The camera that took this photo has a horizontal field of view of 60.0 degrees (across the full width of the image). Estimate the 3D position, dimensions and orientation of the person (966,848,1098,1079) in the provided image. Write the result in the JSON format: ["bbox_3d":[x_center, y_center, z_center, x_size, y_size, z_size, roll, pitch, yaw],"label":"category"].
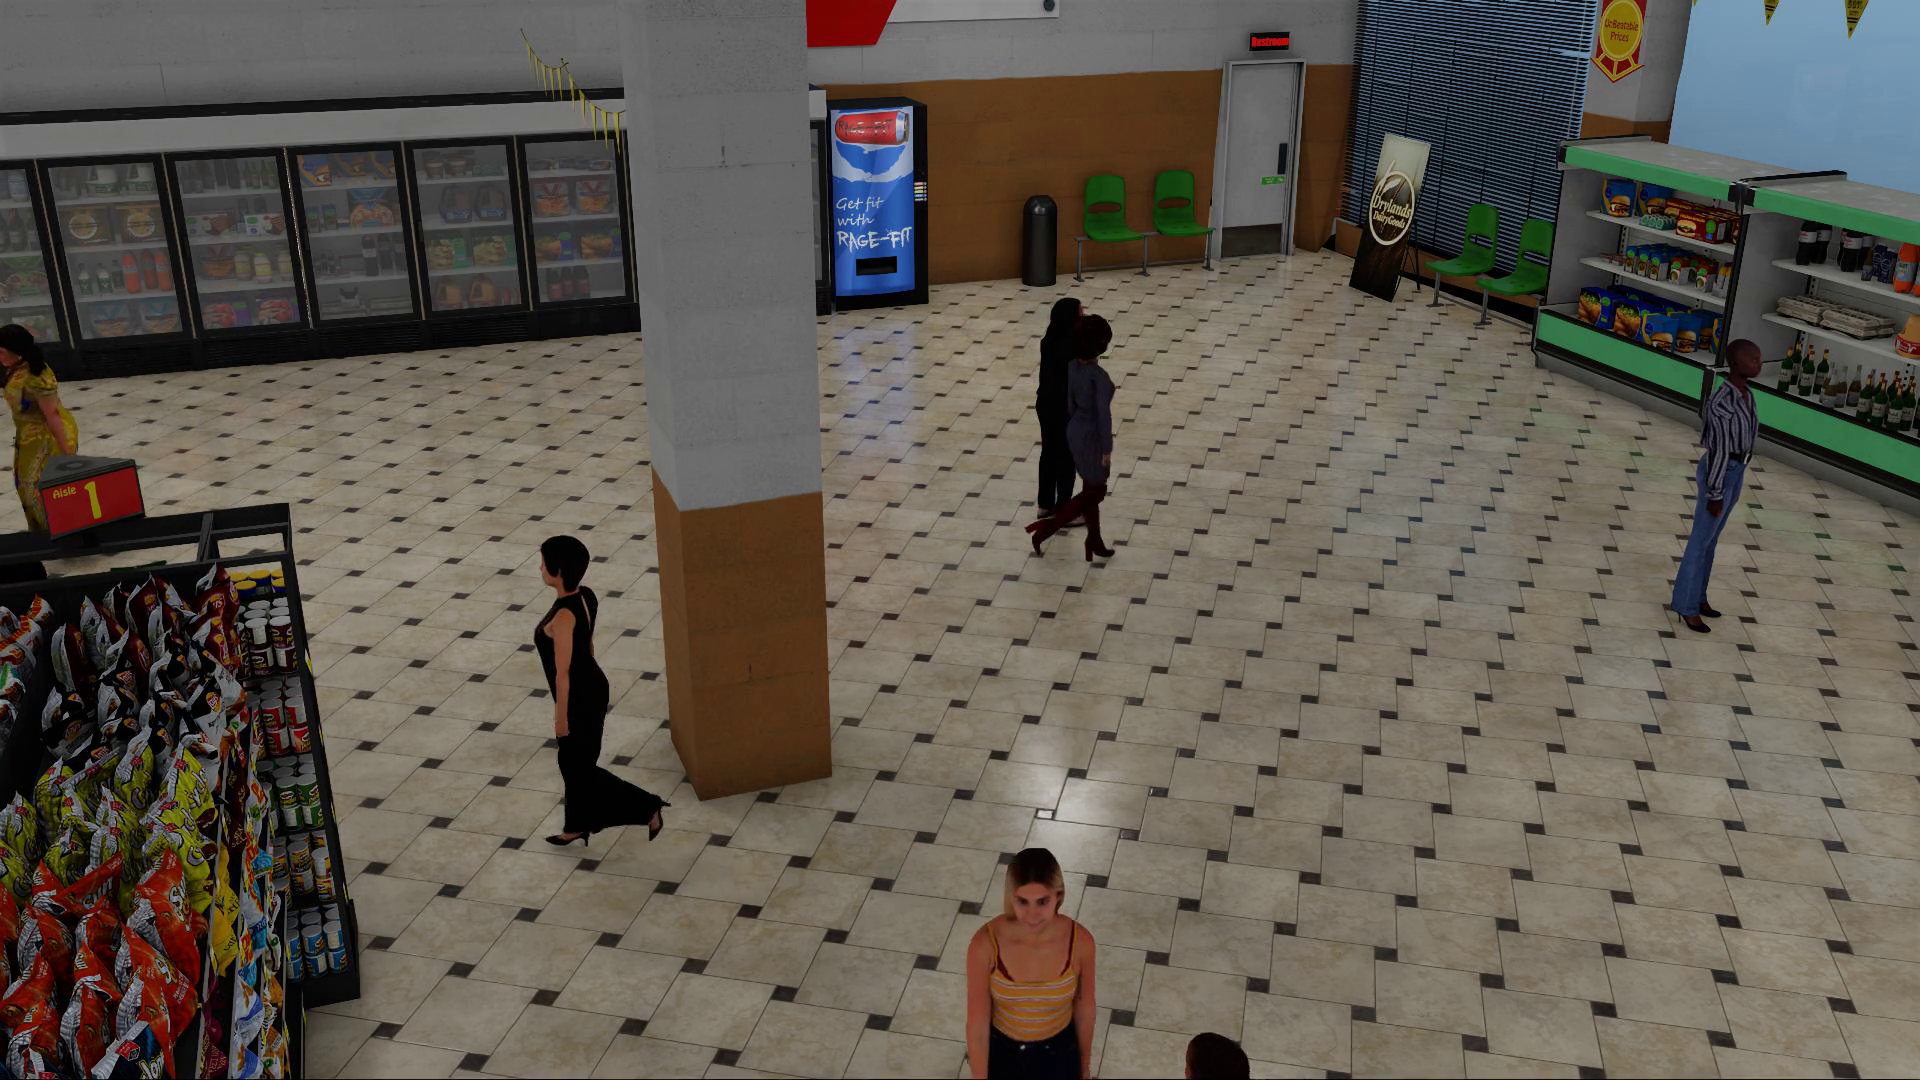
[{"bbox_3d":[0.200,1.657,5.347,0.891,1.581,1.232,1,22,2],"label":"person"}]

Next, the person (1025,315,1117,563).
[{"bbox_3d":[0.776,-0.604,10.827,0.738,1.691,0.931,-12,25,-27],"label":"person"}]

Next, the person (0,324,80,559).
[{"bbox_3d":[-5.955,-0.660,11.037,0.964,1.638,0.843,-18,28,-37],"label":"person"}]

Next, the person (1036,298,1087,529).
[{"bbox_3d":[0.712,-0.896,11.657,0.753,1.613,0.608,-12,25,-27],"label":"person"}]

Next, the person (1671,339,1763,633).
[{"bbox_3d":[4.573,-0.341,10.032,0.706,1.796,0.700,16,27,35],"label":"person"}]

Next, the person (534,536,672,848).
[{"bbox_3d":[-1.667,0.747,7.603,0.829,1.588,0.881,1,22,2],"label":"person"}]
